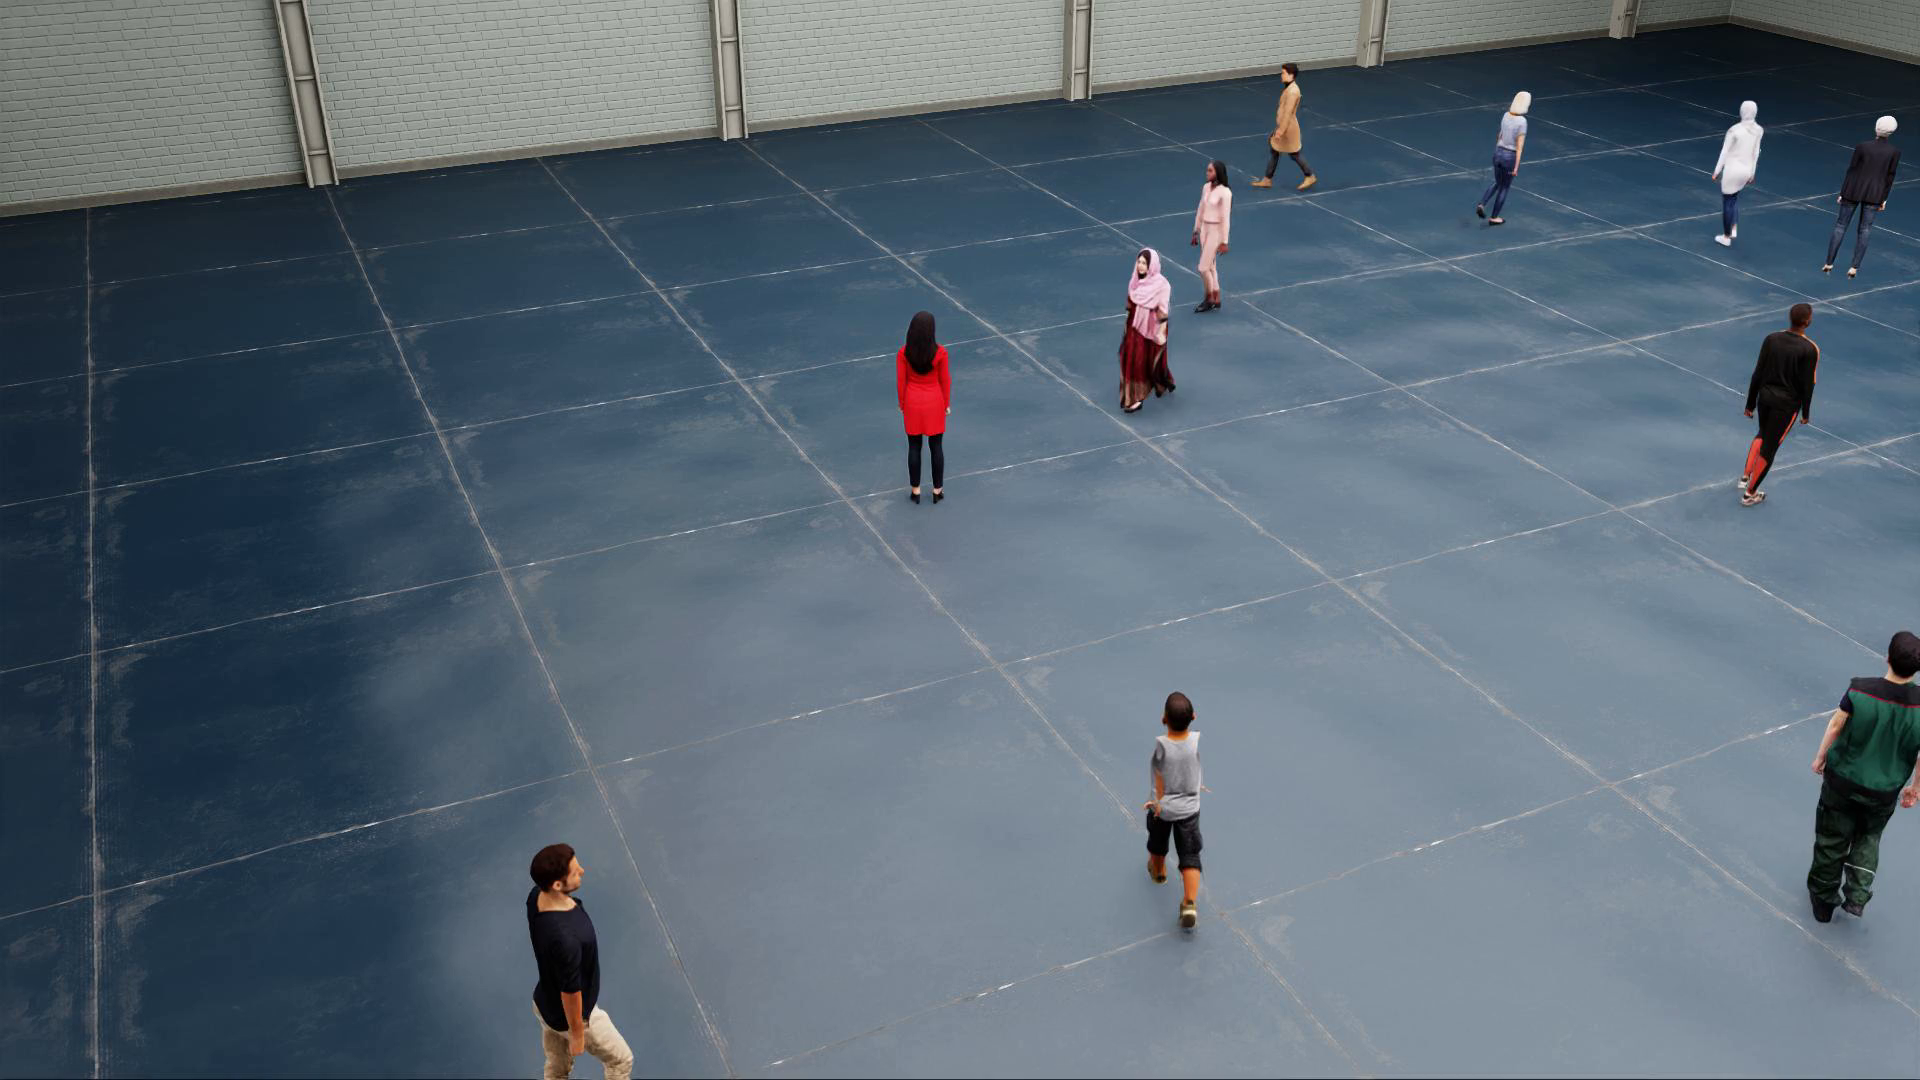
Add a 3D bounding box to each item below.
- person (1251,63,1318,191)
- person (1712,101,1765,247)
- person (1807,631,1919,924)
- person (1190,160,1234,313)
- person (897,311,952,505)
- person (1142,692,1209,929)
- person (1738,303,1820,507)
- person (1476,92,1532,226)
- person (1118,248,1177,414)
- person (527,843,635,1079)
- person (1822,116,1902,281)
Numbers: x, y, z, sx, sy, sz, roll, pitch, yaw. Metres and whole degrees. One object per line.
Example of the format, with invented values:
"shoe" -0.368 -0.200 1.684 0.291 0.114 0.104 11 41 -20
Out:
"person" 4.544 -5.586 22.591 1.215 1.697 0.926 -2 28 -4
"person" 9.574 -4.467 20.419 0.586 1.764 0.726 -4 28 -8
"person" 5.070 1.385 9.299 0.847 1.888 0.911 9 29 16
"person" 2.870 -3.349 18.381 0.605 1.707 0.627 -12 30 -22
"person" -0.301 -1.124 14.159 0.682 1.748 0.775 0 28 1
"person" 1.264 1.499 9.567 0.996 1.434 0.873 -1 28 -2
"person" 6.886 -1.127 14.116 0.701 1.793 0.666 -17 33 -29
"person" 6.908 -4.844 21.192 0.694 1.704 0.597 -13 31 -23
"person" 1.829 -2.022 15.980 0.869 1.621 0.973 19 33 31
"person" -1.922 2.211 7.798 0.801 1.841 0.698 -18 33 -29
"person" 9.609 -3.683 17.774 0.824 1.782 0.783 12 30 21
